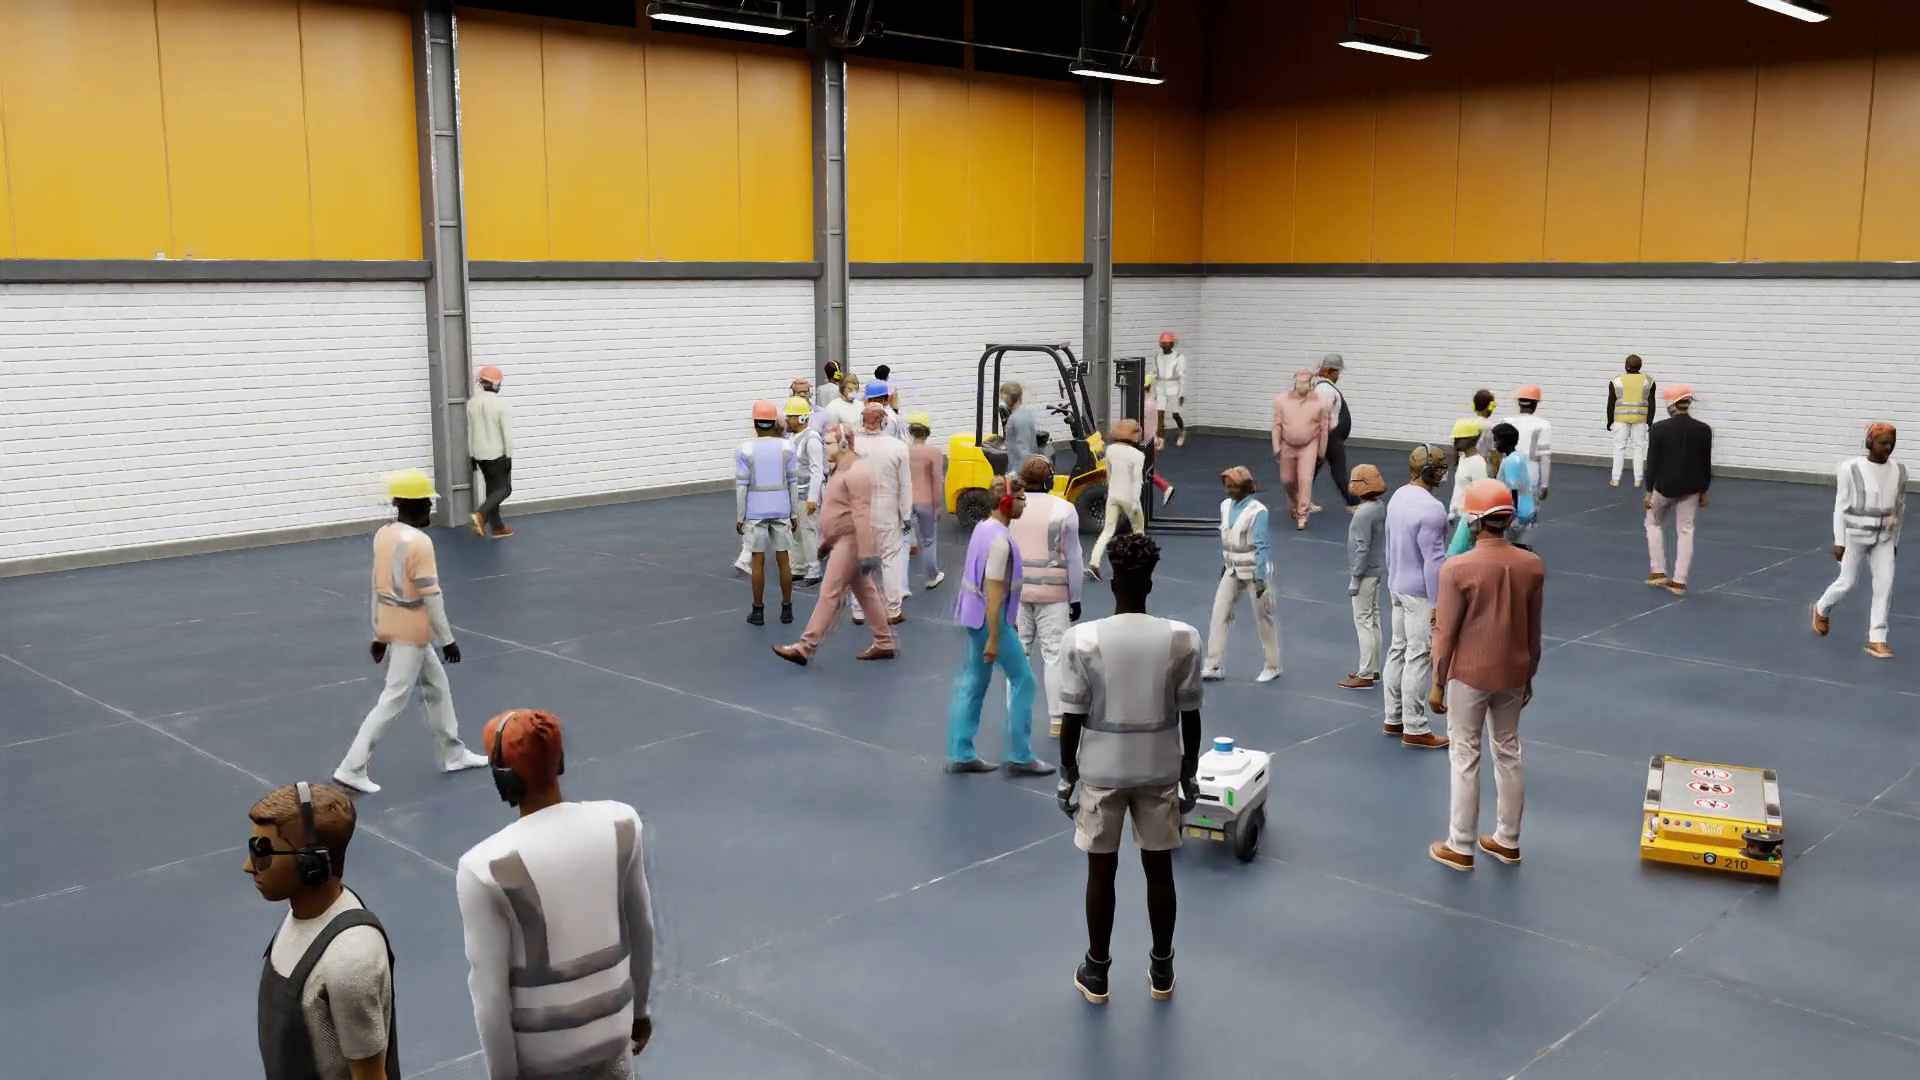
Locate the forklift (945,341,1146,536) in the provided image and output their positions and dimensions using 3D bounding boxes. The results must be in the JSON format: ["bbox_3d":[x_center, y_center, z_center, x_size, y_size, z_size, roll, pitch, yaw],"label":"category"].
[{"bbox_3d":[0.977,-1.223,19.452,2.313,2.155,1.214,2,9,11],"label":"forklift"}]

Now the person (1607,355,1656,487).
[{"bbox_3d":[9.362,-1.664,23.231,0.634,1.842,0.429,3,10,17],"label":"person"}]

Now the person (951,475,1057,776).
[{"bbox_3d":[0.285,0.513,9.947,0.756,1.814,0.587,-2,10,-14],"label":"person"}]

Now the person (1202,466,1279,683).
[{"bbox_3d":[2.029,0.261,12.153,0.790,1.602,0.613,-5,11,-28],"label":"person"}]

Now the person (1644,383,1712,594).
[{"bbox_3d":[6.722,-0.493,15.663,0.658,1.963,0.649,0,9,-1],"label":"person"}]

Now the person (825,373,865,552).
[{"bbox_3d":[-1.211,-0.822,17.794,0.351,1.932,0.635,6,11,31],"label":"person"}]

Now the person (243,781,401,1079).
[{"bbox_3d":[-1.520,1.471,4.003,0.343,1.846,0.507,-7,11,-36],"label":"person"}]

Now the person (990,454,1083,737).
[{"bbox_3d":[0.509,0.362,10.811,0.619,1.845,0.430,4,10,21],"label":"person"}]

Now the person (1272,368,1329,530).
[{"bbox_3d":[4.010,-1.092,19.615,0.641,1.882,0.830,4,10,21],"label":"person"}]

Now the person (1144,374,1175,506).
[{"bbox_3d":[2.370,-1.200,20.705,0.540,1.748,0.526,1,9,3],"label":"person"}]

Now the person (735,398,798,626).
[{"bbox_3d":[-1.649,-0.237,14.185,0.543,1.940,0.361,-3,10,-17],"label":"person"}]

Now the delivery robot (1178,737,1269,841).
[{"bbox_3d":[1.387,1.287,8.790,0.477,0.478,0.707,4,10,26],"label":"delivery robot"}]

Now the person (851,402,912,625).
[{"bbox_3d":[-0.728,-0.221,14.193,0.652,1.906,0.402,1,9,3],"label":"person"}]

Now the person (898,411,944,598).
[{"bbox_3d":[-0.387,-0.337,15.490,0.542,1.713,0.896,3,10,17],"label":"person"}]

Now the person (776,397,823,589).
[{"bbox_3d":[-1.521,-0.442,15.834,0.430,1.838,0.601,-6,11,-32],"label":"person"}]

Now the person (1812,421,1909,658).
[{"bbox_3d":[7.183,-0.037,13.241,0.574,1.853,0.859,0,9,-2],"label":"person"}]

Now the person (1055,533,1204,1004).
[{"bbox_3d":[0.697,0.942,6.872,0.613,1.964,0.361,-1,9,-5],"label":"person"}]

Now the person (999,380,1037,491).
[{"bbox_3d":[0.574,-0.655,16.809,0.498,1.916,0.671,0,9,1],"label":"person"}]

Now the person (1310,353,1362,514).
[{"bbox_3d":[4.664,-1.333,20.600,1.006,2.000,0.696,0,9,1],"label":"person"}]

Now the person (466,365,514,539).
[{"bbox_3d":[-5.255,-0.959,18.526,0.626,1.976,0.720,4,10,25],"label":"person"}]

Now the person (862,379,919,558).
[{"bbox_3d":[-0.876,-0.719,17.276,0.986,1.891,0.621,-2,9,-10],"label":"person"}]

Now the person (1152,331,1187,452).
[{"bbox_3d":[3.526,-2.504,27.880,0.614,2.018,0.920,6,11,31],"label":"person"}]

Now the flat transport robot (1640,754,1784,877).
[{"bbox_3d":[4.044,1.449,8.953,0.652,0.197,1.431,4,10,24],"label":"flat transport robot"}]

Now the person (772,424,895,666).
[{"bbox_3d":[-0.956,0.040,12.736,1.001,1.850,0.677,-2,10,-13],"label":"person"}]

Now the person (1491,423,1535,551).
[{"bbox_3d":[4.883,-0.216,14.884,0.646,1.655,0.548,5,10,27],"label":"person"}]

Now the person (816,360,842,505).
[{"bbox_3d":[-1.607,-1.352,21.253,0.513,1.867,0.328,7,12,37],"label":"person"}]

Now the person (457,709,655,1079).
[{"bbox_3d":[-1.011,1.382,4.538,0.708,1.860,0.596,9,13,43],"label":"person"}]

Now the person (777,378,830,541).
[{"bbox_3d":[-1.647,-0.734,17.336,0.648,1.907,0.409,-4,10,-21],"label":"person"}]

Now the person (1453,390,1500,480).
[{"bbox_3d":[5.167,-0.583,16.663,0.539,1.830,0.530,-8,13,-42],"label":"person"}]

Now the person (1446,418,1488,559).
[{"bbox_3d":[4.370,-0.183,14.461,0.611,1.745,0.529,1,9,7],"label":"person"}]

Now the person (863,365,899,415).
[{"bbox_3d":[-1.104,-1.614,23.394,0.534,1.691,0.318,3,10,16],"label":"person"}]

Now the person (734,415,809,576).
[{"bbox_3d":[-1.892,-0.449,16.557,0.876,1.590,0.493,-5,10,-27],"label":"person"}]

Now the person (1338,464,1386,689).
[{"bbox_3d":[2.927,0.263,12.054,0.266,1.632,0.509,5,10,27],"label":"person"}]

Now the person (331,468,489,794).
[{"bbox_3d":[-3.257,0.523,9.729,0.984,1.886,0.586,-7,11,-36],"label":"person"}]

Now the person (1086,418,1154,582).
[{"bbox_3d":[1.566,-0.393,16.207,0.496,1.591,0.845,8,13,42],"label":"person"}]

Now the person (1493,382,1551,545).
[{"bbox_3d":[5.577,-0.610,16.553,0.582,1.912,0.574,7,12,36],"label":"person"}]

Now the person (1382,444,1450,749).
[{"bbox_3d":[2.915,0.352,10.576,0.359,1.938,0.635,-2,9,-10],"label":"person"}]

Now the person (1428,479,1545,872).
[{"bbox_3d":[2.652,0.680,8.435,0.621,1.986,0.406,-3,10,-19],"label":"person"}]
